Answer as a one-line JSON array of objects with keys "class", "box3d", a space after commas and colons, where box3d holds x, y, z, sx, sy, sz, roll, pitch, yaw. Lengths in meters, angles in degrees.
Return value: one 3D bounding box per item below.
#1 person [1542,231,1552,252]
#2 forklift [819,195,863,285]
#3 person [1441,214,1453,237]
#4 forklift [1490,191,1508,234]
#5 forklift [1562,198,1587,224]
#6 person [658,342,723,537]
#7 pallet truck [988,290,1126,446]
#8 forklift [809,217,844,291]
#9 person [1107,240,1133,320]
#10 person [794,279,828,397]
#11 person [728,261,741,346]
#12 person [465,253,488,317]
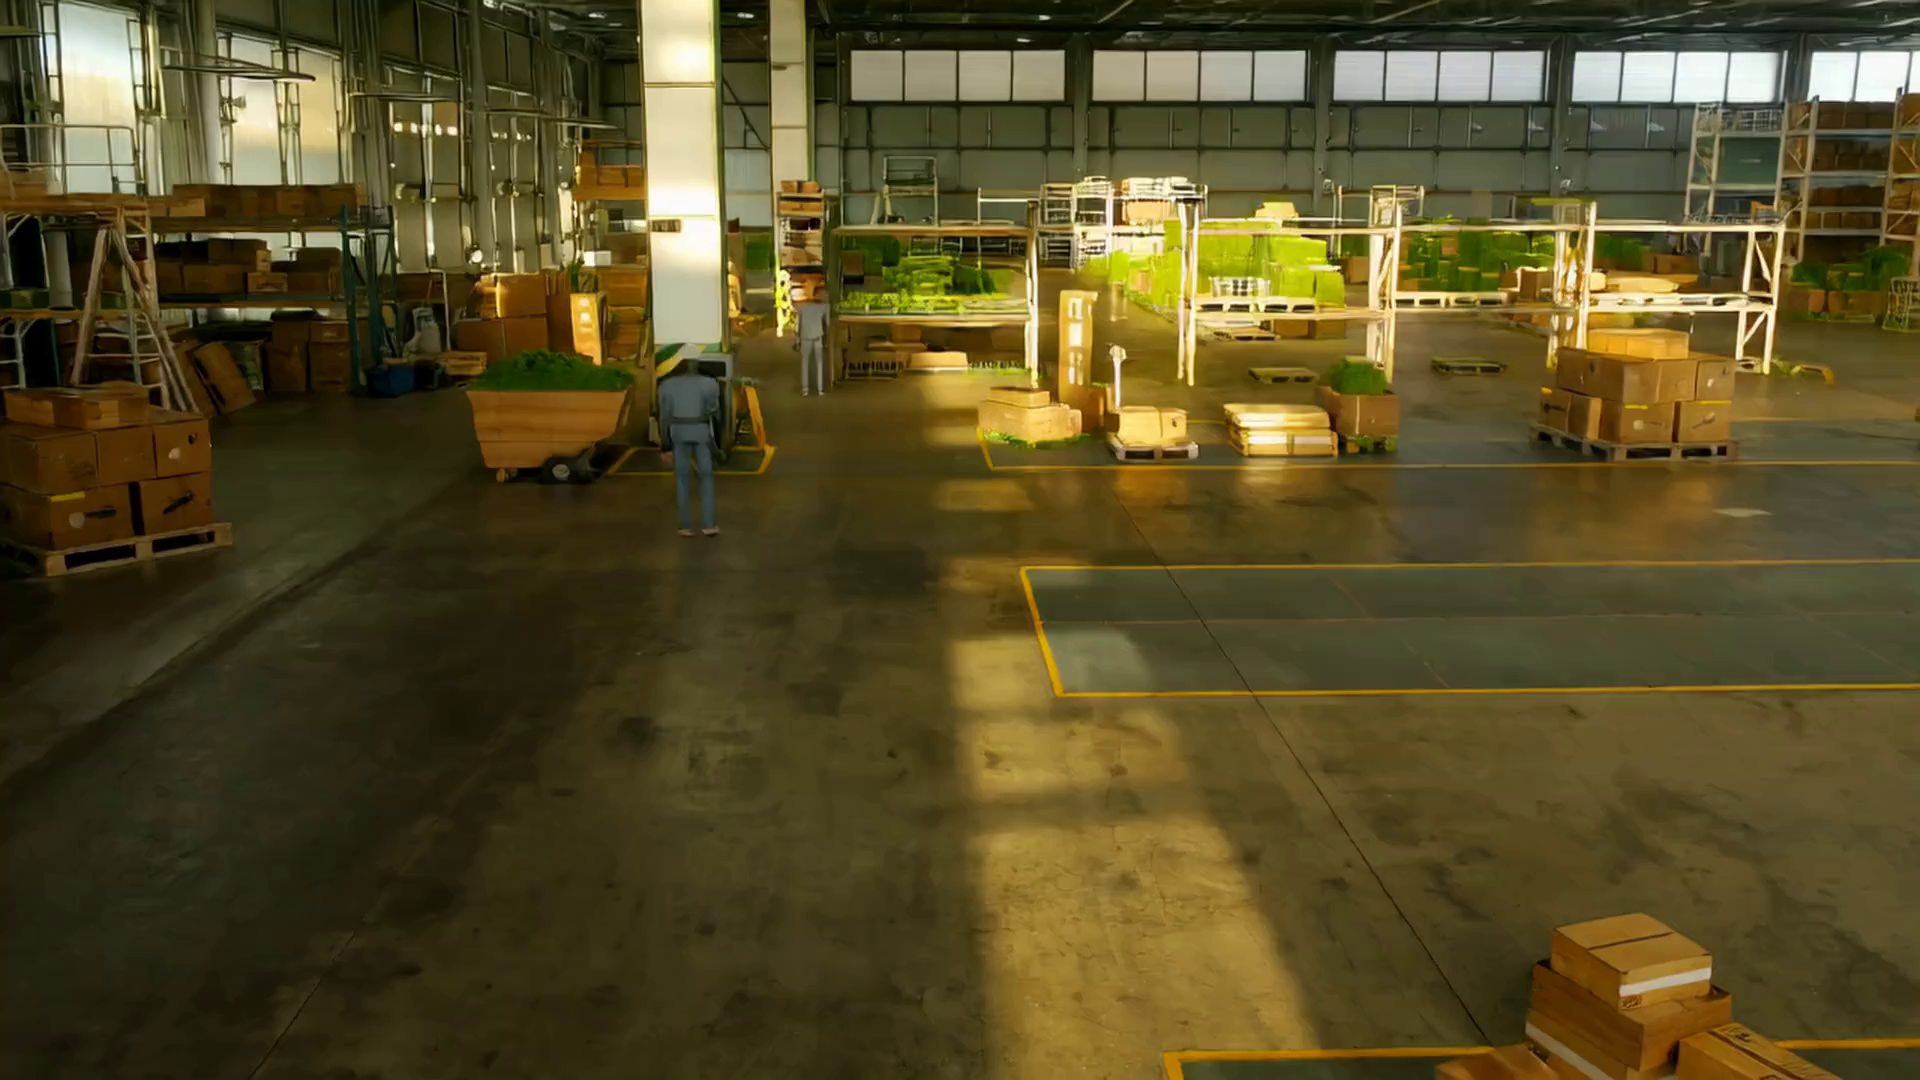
[{"class": "person", "box3d": [17.358, -8.215, 48.827, 0.622, 1.992, 0.396, 0, 12, -2]}, {"class": "forklift", "box3d": [-4.110, -9.454, 52.408, 1.873, 2.768, 1.129, -7, 14, -28]}, {"class": "person", "box3d": [19.204, -11.841, 65.327, 0.635, 1.937, 0.352, 0, 12, -2]}, {"class": "forklift", "box3d": [20.303, -11.776, 62.890, 1.873, 2.768, 1.129, 0, 12, -2]}, {"class": "forklift", "box3d": [17.204, -8.212, 46.797, 1.873, 2.768, 1.129, 0, 12, -2]}, {"class": "person", "box3d": [-2.642, -0.979, 16.366, 0.637, 1.914, 0.398, -2, 13, -8]}, {"class": "pallet truck", "box3d": [1.257, -2.299, 22.111, 1.885, 1.965, 0.823, -9, 15, -35]}, {"class": "forklift", "box3d": [-4.375, -8.619, 48.637, 1.873, 2.768, 1.129, 0, 12, -2]}, {"class": "person", "box3d": [3.871, -6.278, 40.209, 0.635, 1.937, 0.352, 0, 12, -2]}, {"class": "person", "box3d": [-2.378, -3.205, 26.506, 0.533, 1.863, 0.310, 0, 12, -2]}, {"class": "person", "box3d": [-4.780, -4.884, 34.361, 0.492, 1.742, 0.319, 0, 12, -2]}, {"class": "person", "box3d": [-11.636, -6.079, 40.048, 0.528, 1.626, 0.345, -1, 13, -3]}]
